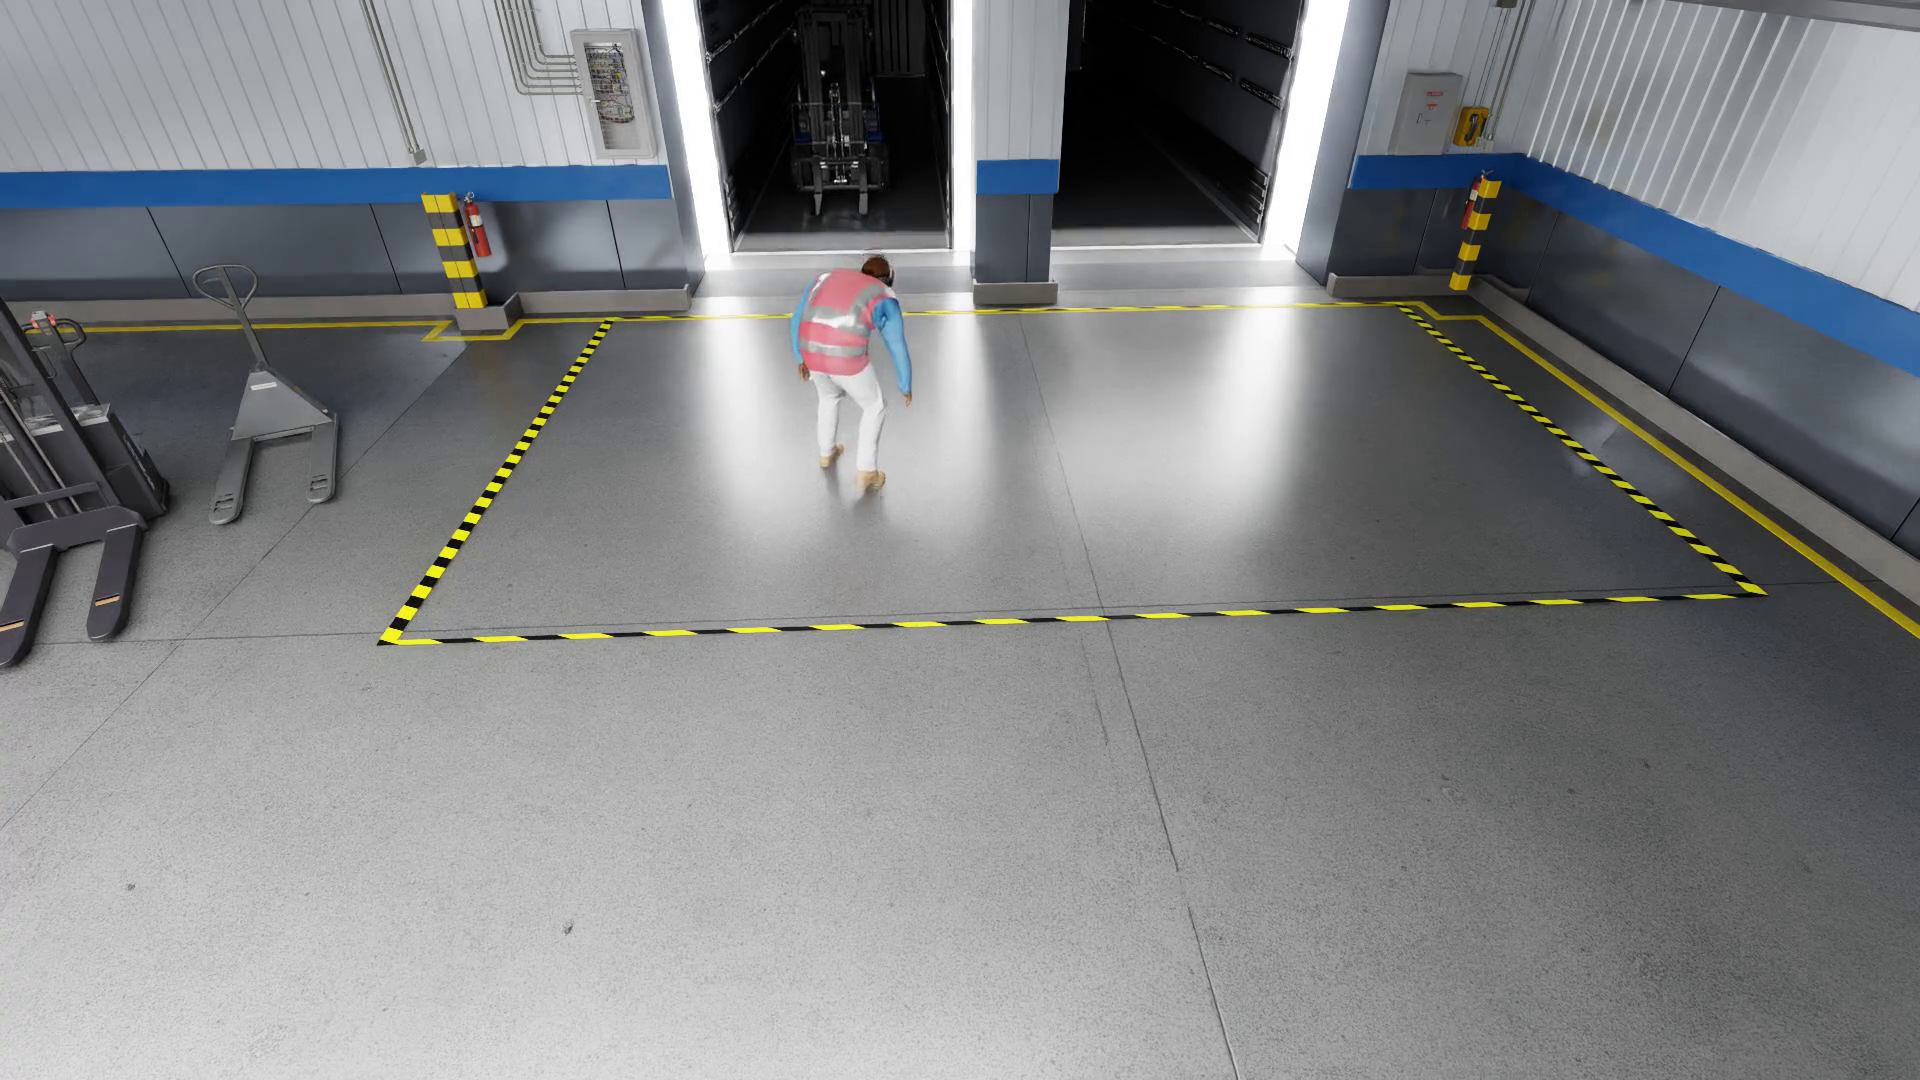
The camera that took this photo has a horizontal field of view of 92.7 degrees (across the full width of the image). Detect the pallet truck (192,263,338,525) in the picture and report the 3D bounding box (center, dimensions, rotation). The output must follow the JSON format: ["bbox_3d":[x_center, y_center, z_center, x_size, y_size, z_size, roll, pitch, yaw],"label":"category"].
[{"bbox_3d":[-4.778,-1.027,6.128,0.680,1.201,1.601,-17,38,-23],"label":"pallet truck"}]

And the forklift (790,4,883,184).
[{"bbox_3d":[-1.661,-6.139,12.498,1.157,2.036,2.680,-3,35,-4],"label":"forklift"}]

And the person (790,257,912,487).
[{"bbox_3d":[-0.711,-1.134,6.188,0.833,1.366,0.914,15,38,20],"label":"person"}]

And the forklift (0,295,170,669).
[{"bbox_3d":[-5.212,-0.618,4.878,0.823,1.965,1.885,-20,39,-26],"label":"forklift"}]
